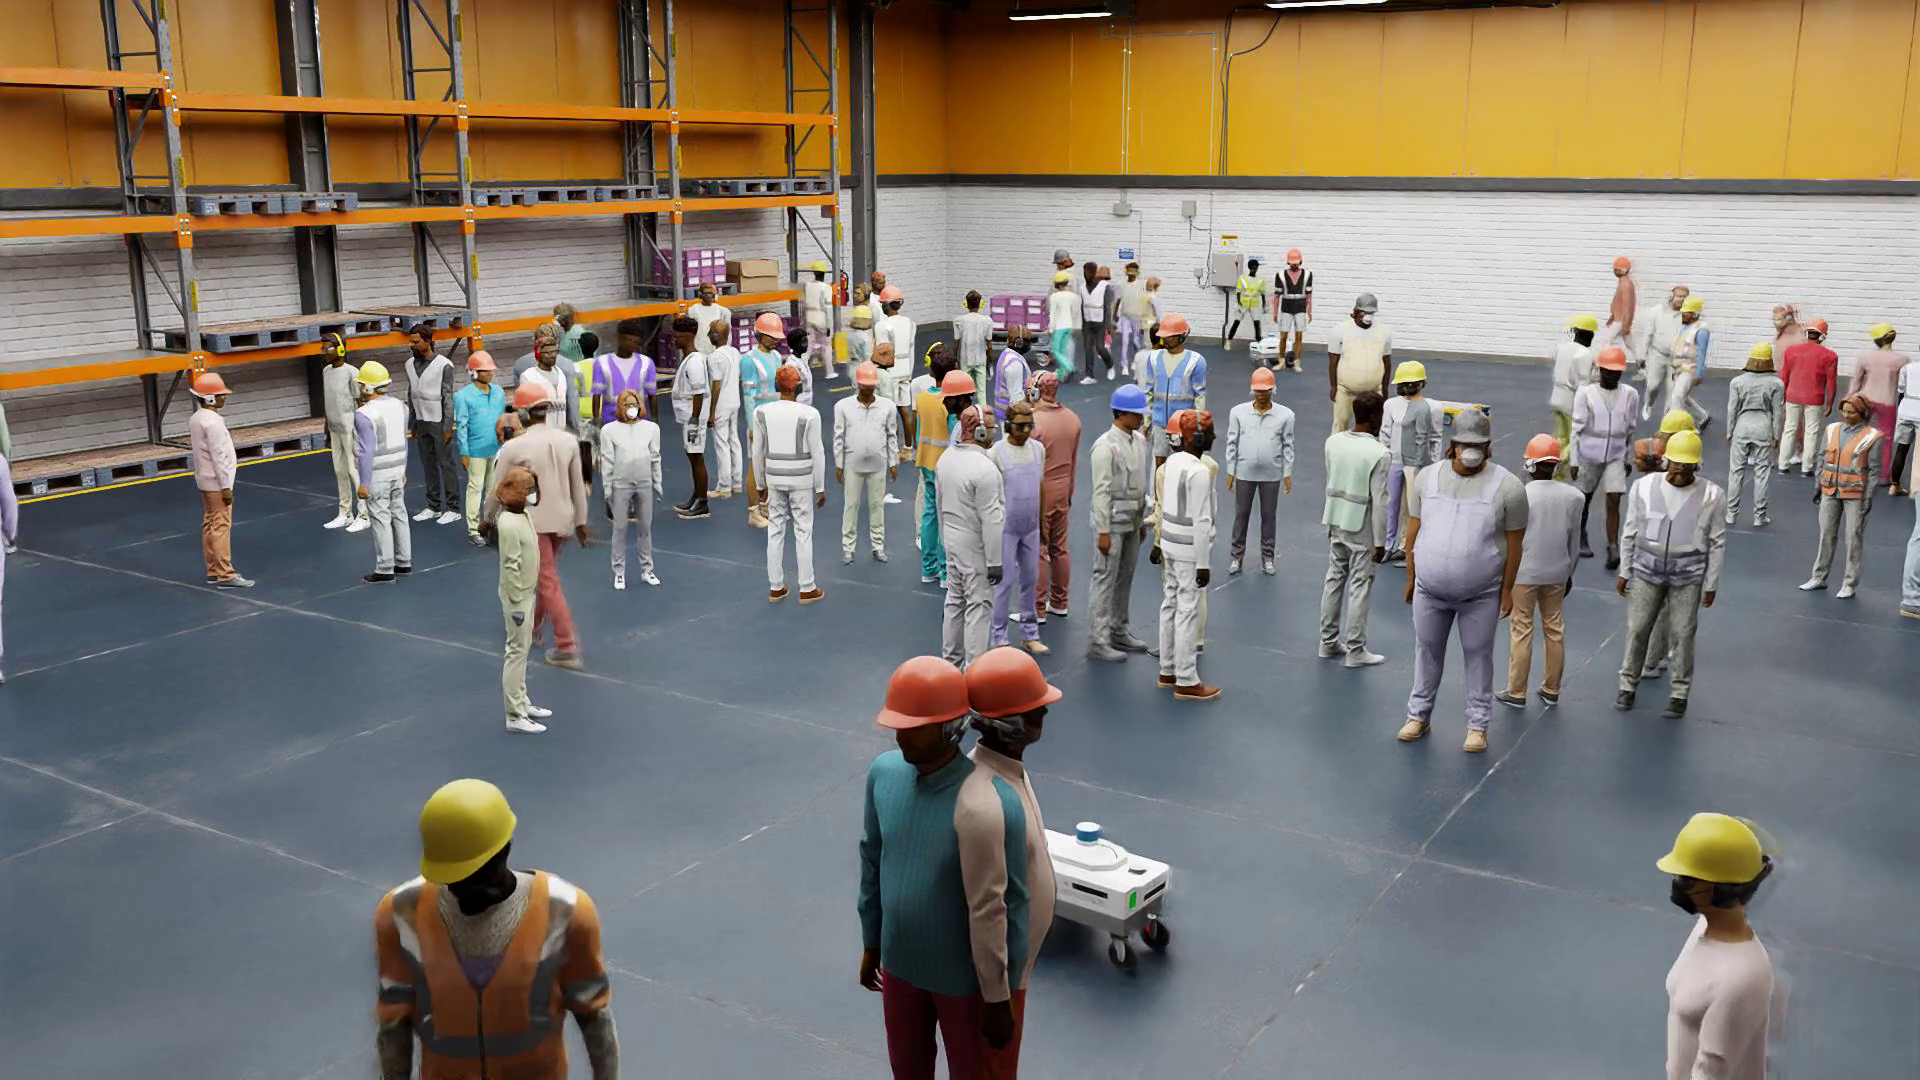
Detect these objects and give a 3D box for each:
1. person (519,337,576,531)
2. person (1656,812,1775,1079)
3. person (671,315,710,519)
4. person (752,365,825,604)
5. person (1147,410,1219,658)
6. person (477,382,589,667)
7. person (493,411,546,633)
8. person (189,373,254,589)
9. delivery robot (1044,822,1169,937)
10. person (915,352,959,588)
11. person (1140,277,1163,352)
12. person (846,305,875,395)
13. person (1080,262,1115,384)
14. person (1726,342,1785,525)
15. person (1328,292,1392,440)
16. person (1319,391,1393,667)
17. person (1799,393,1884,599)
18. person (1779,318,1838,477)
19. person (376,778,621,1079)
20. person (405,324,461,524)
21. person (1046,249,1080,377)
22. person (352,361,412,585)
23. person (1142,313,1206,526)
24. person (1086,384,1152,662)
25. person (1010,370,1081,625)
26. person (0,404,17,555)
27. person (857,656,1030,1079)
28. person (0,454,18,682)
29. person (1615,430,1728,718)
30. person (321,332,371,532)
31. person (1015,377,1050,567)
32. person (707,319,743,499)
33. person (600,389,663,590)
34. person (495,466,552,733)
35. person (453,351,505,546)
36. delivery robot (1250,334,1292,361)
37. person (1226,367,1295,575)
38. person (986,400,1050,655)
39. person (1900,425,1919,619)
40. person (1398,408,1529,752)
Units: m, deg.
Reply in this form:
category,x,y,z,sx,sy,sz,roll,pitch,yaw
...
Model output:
category,x,y,z,sx,sy,sz,roll,pitch,yaw
person,-3.831,-0.964,15.412,0.395,1.847,0.564,7,15,26
person,2.109,1.587,4.620,0.888,1.725,0.524,2,13,10
person,-2.612,-1.193,16.142,0.361,1.964,0.613,-3,13,-14
person,-1.330,-0.434,13.030,0.586,1.883,0.340,4,14,16
person,1.534,-0.033,11.578,0.559,1.752,0.326,-11,17,-39
person,-2.998,-0.127,11.544,0.986,1.942,0.625,9,16,33
person,-3.264,-0.127,12.228,0.307,1.644,0.514,-1,13,-2
person,-6.035,-0.485,13.534,0.327,1.753,0.563,-10,16,-38
delivery robot,0.565,1.495,7.372,0.707,0.478,0.477,10,16,36
person,-0.147,-0.569,13.541,0.392,1.920,0.589,-9,16,-35
person,3.074,-3.292,26.036,0.749,1.612,0.518,-3,13,-13
person,-1.122,-1.935,19.873,0.449,1.725,0.525,-8,15,-32
person,2.102,-3.371,25.791,0.644,1.869,0.695,11,17,40
person,7.559,-1.011,15.842,0.484,1.745,0.298,8,15,31
person,4.395,-1.725,18.289,0.694,2.000,0.537,0,13,2
person,2.714,-0.075,11.429,0.394,1.911,0.584,-7,15,-29
person,7.045,-0.359,13.241,0.310,1.640,0.514,-7,15,-29
person,9.291,-1.560,18.235,0.574,1.740,0.348,11,17,39
person,-1.247,1.521,4.534,0.652,1.900,0.455,-1,13,-6
person,-5.053,-1.120,15.954,0.586,1.913,0.394,7,15,29
person,1.629,-3.620,26.508,0.536,2.000,0.683,3,13,13
person,-4.755,-0.551,13.642,0.404,1.835,0.602,4,13,16
person,1.993,-1.113,15.643,0.613,2.037,0.377,7,15,29
person,1.120,-0.121,11.569,0.421,1.939,0.604,9,16,33
person,0.613,-0.321,12.493,0.409,1.906,0.652,11,17,40
person,-8.563,-0.651,14.512,0.523,1.638,0.311,-10,16,-36
person,-0.081,1.316,5.199,0.622,1.992,0.395,10,16,36
person,-6.674,0.018,11.164,0.630,1.851,1.041,-6,14,-24
person,4.434,0.209,10.393,0.602,1.823,0.403,8,15,30
person,-5.777,-1.009,15.560,0.538,1.869,0.313,8,15,31
person,0.660,-0.574,14.167,0.309,1.645,0.514,9,16,33
person,-2.430,-1.338,17.038,0.334,1.845,0.513,5,14,23
person,-2.660,-0.419,13.519,0.497,1.633,0.283,-7,15,-26
person,-2.670,0.354,10.163,0.279,1.631,0.507,-1,13,-6
person,-4.292,-0.837,15.055,0.334,1.753,0.572,8,15,31
delivery robot,5.180,-3.197,27.722,0.707,0.478,0.477,-7,15,-27
person,2.502,-0.573,13.915,0.562,1.753,0.333,2,13,9
person,0.391,-0.070,11.568,0.522,1.833,0.339,-9,16,-33
person,7.426,-0.397,12.625,0.381,1.996,0.608,9,15,33
person,2.928,0.234,9.793,0.689,2.000,0.539,8,15,30
